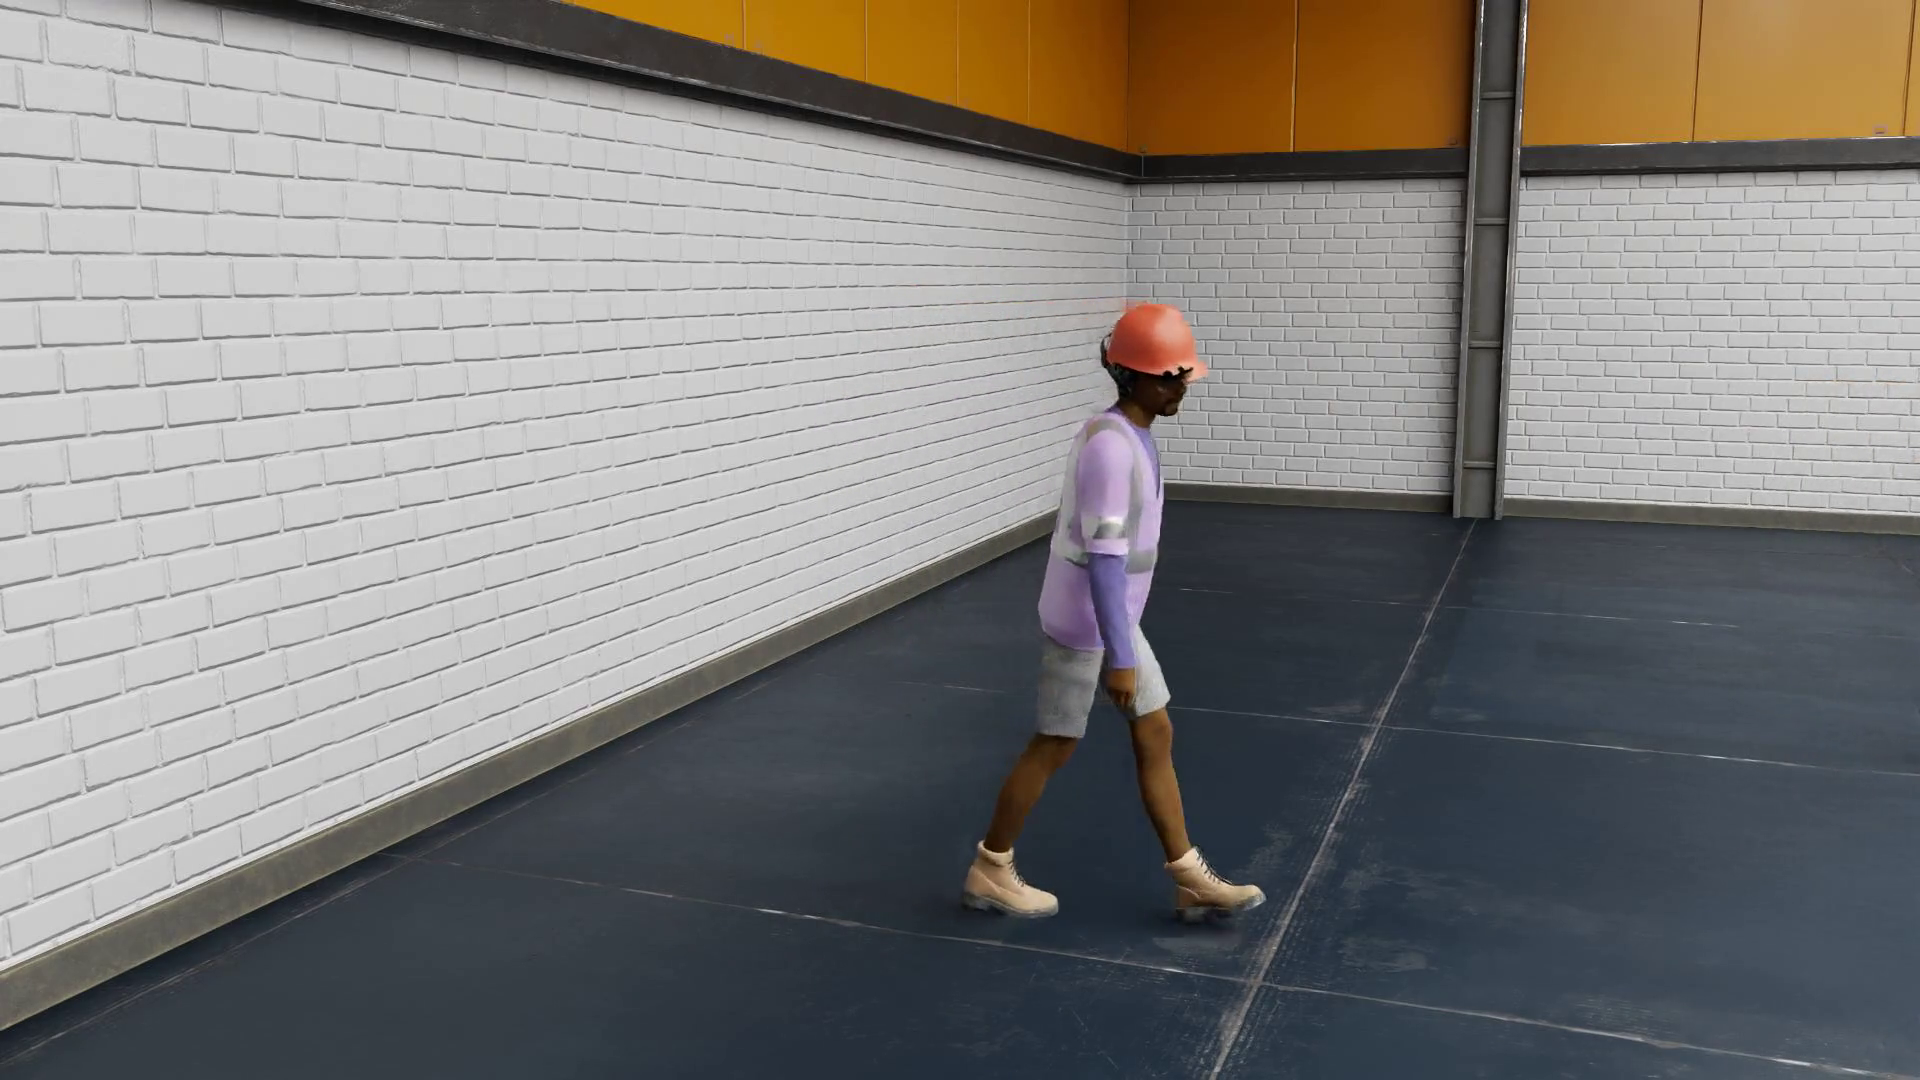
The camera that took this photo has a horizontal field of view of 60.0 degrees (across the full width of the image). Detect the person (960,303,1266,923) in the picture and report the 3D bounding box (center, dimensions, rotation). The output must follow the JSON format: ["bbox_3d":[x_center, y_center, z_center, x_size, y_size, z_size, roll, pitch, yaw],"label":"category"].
[{"bbox_3d":[0.478,0.258,5.197,1.048,1.976,0.641,3,10,19],"label":"person"}]
